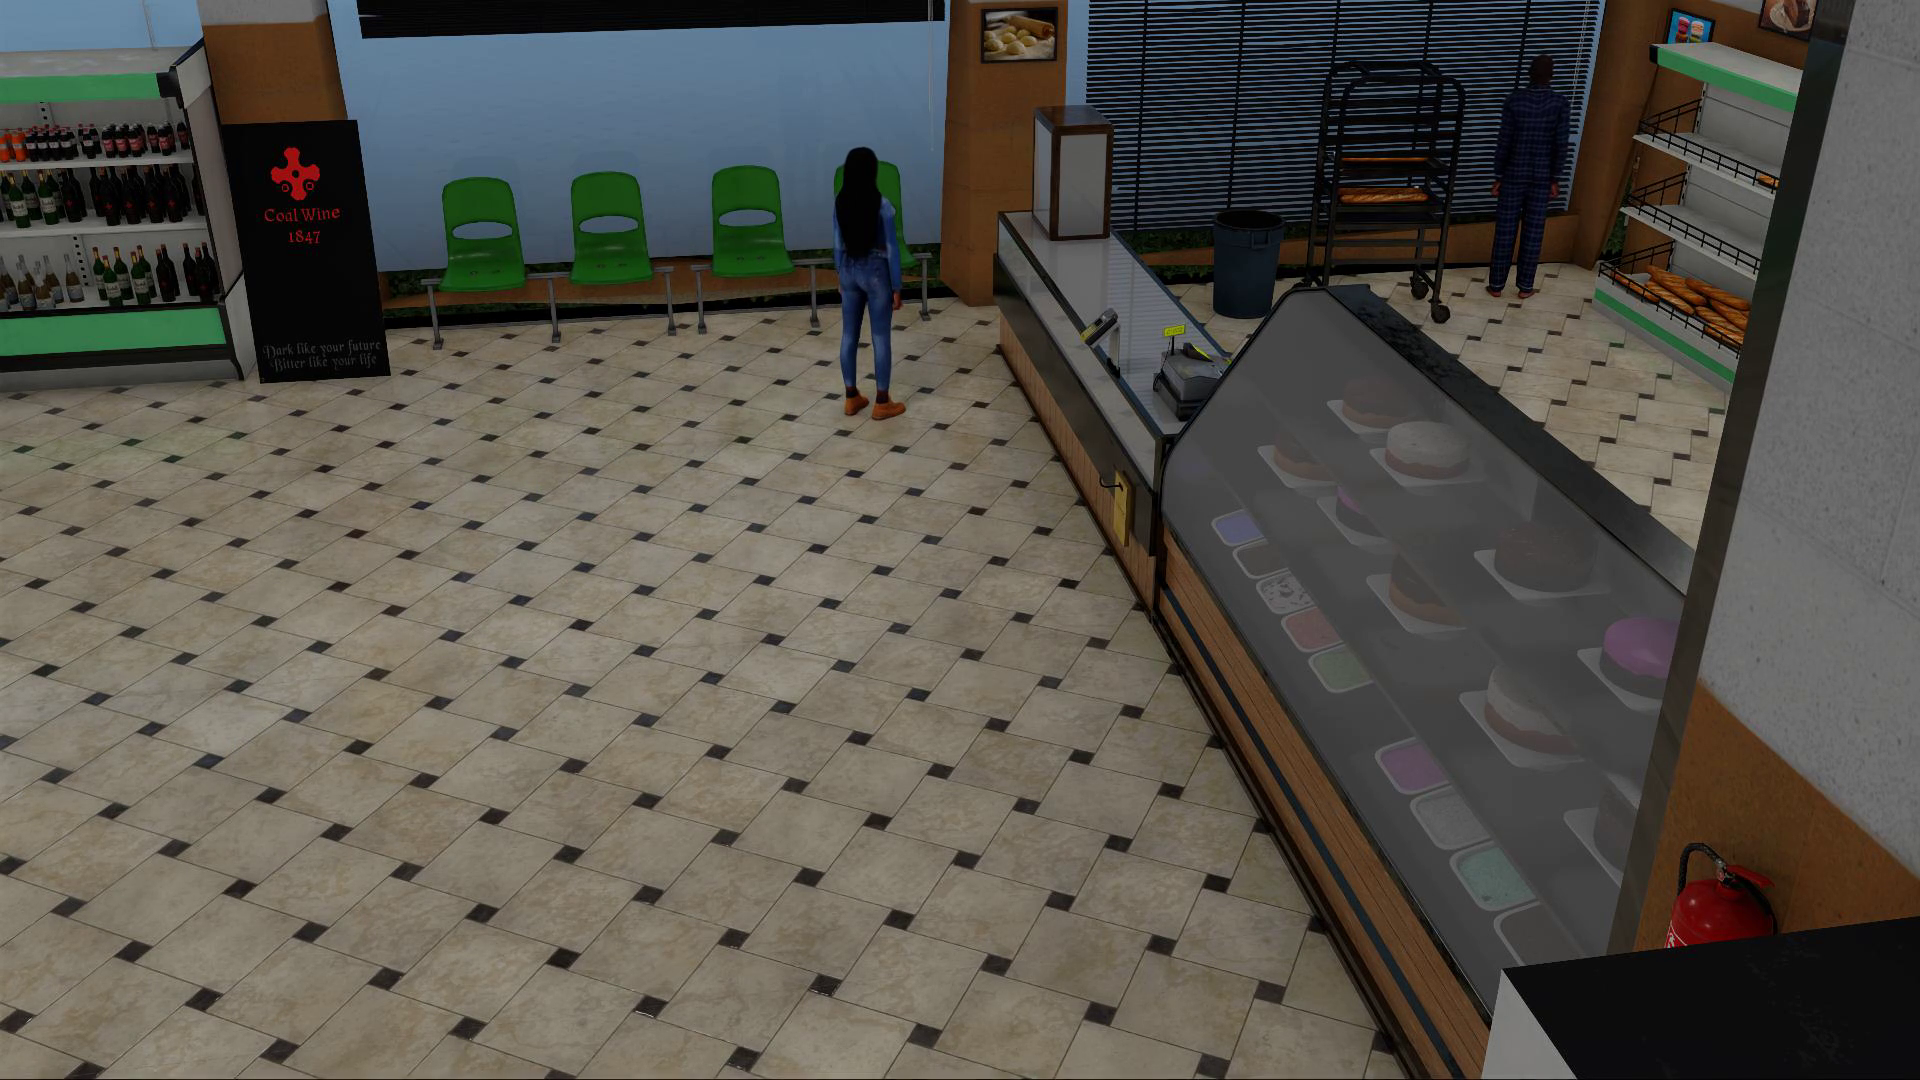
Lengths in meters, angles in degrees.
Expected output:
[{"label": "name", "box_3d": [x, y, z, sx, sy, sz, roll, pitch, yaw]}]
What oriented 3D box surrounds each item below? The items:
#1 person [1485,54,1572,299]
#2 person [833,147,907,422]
[{"label": "person", "box_3d": [4.255, -2.727, 12.506, 0.706, 1.824, 0.827, 8, 28, 15]}, {"label": "person", "box_3d": [-0.588, -1.598, 10.405, 0.668, 1.711, 0.749, 14, 30, 26]}]
